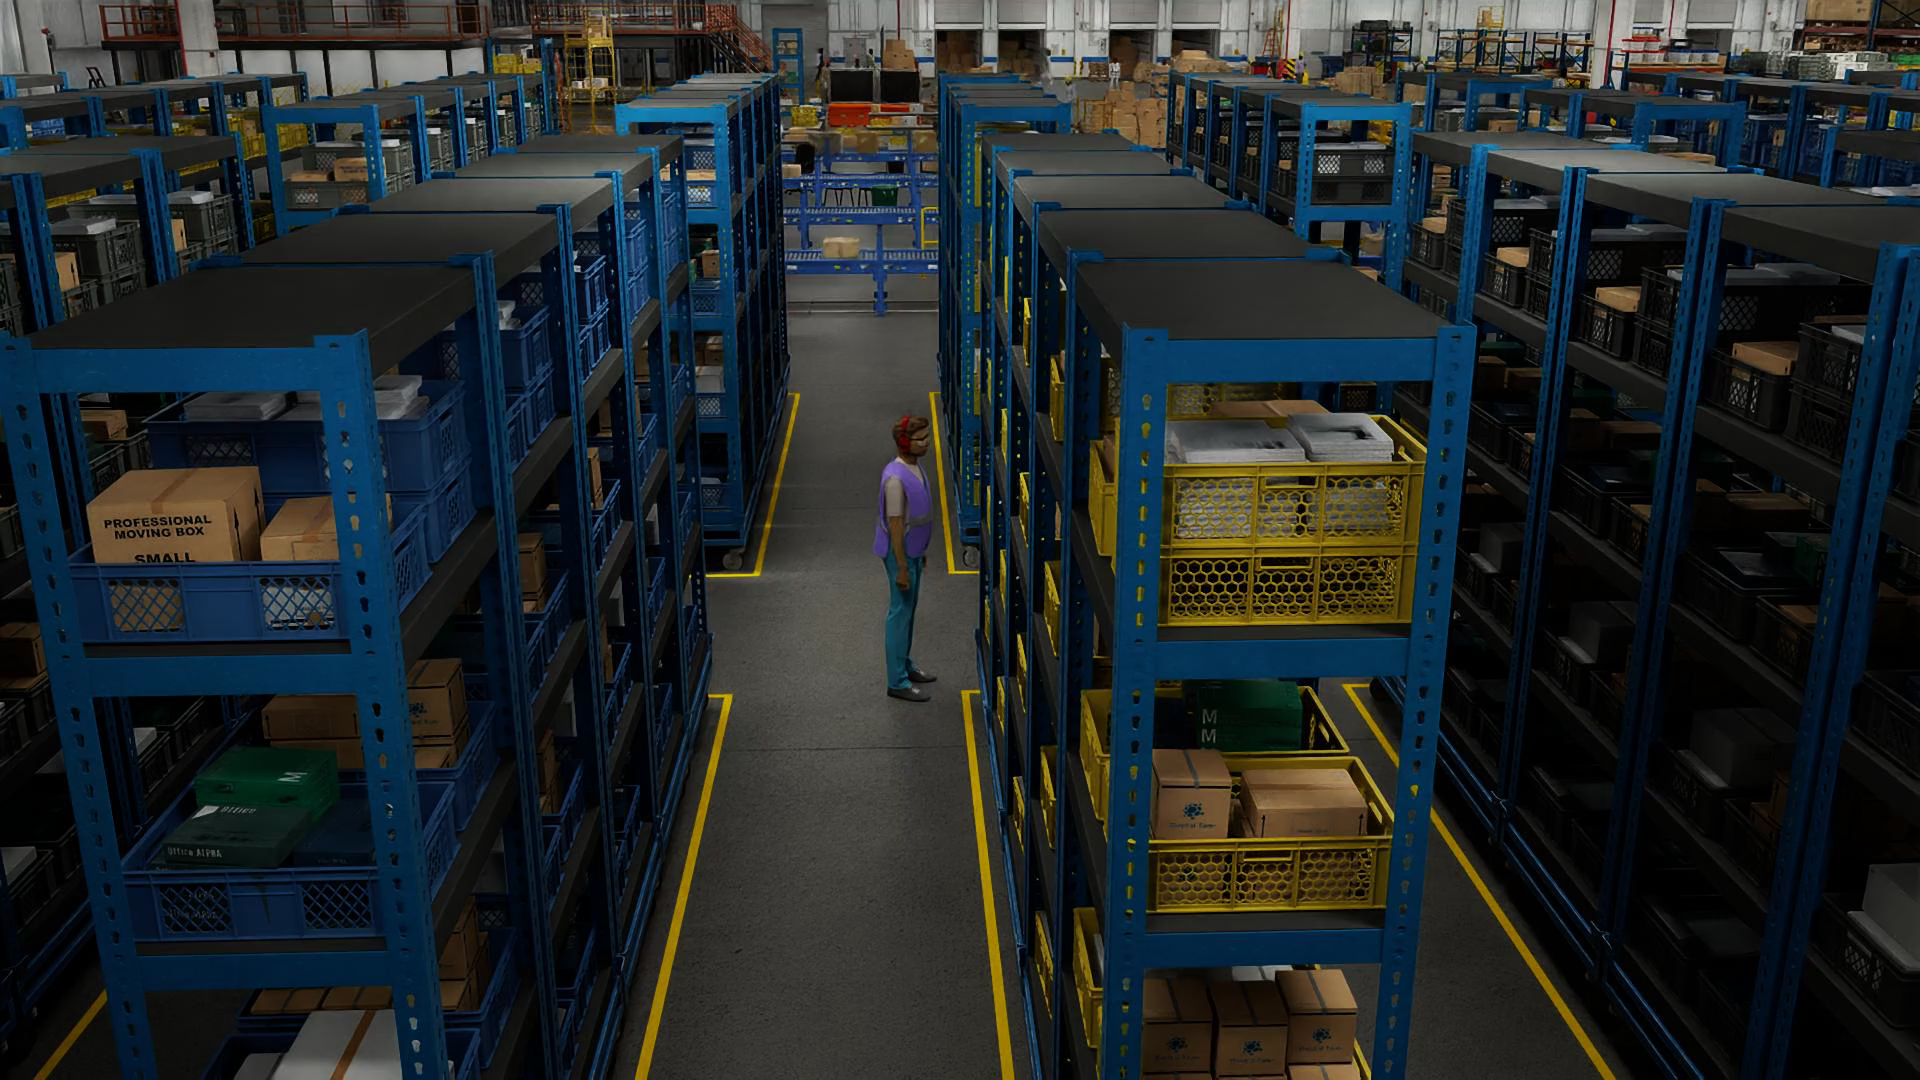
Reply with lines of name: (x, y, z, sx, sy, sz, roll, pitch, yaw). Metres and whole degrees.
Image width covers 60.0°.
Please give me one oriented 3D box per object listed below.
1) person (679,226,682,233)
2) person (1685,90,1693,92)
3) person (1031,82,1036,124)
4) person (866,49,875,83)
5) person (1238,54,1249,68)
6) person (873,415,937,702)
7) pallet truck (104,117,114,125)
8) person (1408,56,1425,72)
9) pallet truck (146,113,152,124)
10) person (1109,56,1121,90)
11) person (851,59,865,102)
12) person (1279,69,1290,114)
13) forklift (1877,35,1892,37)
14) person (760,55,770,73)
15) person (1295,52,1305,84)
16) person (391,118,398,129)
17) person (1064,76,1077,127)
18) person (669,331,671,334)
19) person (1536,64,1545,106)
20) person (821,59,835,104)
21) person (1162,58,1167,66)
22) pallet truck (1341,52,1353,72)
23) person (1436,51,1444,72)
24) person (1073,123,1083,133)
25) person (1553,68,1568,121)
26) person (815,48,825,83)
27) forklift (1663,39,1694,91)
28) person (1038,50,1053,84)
person: (-3.558, -3.551, 21.644, 0.705, 2.017, 0.640, 8, 20, 23)
person: (23.613, -14.013, 54.192, 0.641, 1.910, 0.484, 1, 18, 3)
person: (2.098, -13.176, 51.508, 0.712, 1.972, 0.629, 12, 22, 33)
person: (-4.976, -26.522, 92.999, 0.429, 1.845, 0.621, 13, 22, 36)
person: (13.556, -22.320, 79.846, 0.649, 1.933, 0.618, -14, 23, -37)
person: (-0.351, 0.100, 10.606, 0.388, 1.848, 0.564, 3, 18, 8)
pallet truck: (-18.367, -7.885, 35.078, 1.885, 1.965, 0.823, 1, 18, 2)
person: (20.849, -21.120, 75.962, 0.694, 2.000, 1.007, 12, 21, 32)
pallet truck: (-18.087, -8.309, 36.390, 1.885, 1.965, 0.823, -1, 18, -4)
person: (7.312, -21.905, 78.666, 0.573, 1.877, 0.352, -5, 19, -15)
person: (-4.554, -20.556, 74.442, 0.618, 1.893, 0.712, -4, 18, -11)
person: (12.108, -16.605, 62.156, 0.356, 1.937, 0.552, 4, 18, 11)
forklift: (44.168, -22.919, 80.186, 1.129, 2.768, 1.873, -1, 18, -2)
person: (-9.687, -23.224, 82.861, 0.525, 1.812, 0.925, -5, 19, -15)
person: (17.122, -23.590, 83.799, 0.603, 1.920, 0.394, -12, 21, -32)
person: (-18.008, -13.475, 52.848, 0.373, 1.705, 0.560, -3, 18, -10)
person: (3.923, -15.683, 59.540, 0.458, 1.799, 0.619, 10, 20, 27)
person: (-3.650, -3.602, 22.235, 0.794, 1.743, 0.537, 4, 18, 11)
person: (24.105, -18.861, 69.273, 0.528, 1.857, 0.319, -10, 20, -28)
person: (-5.804, -20.265, 73.551, 0.563, 1.893, 0.932, -10, 21, -29)
person: (9.310, -21.096, 76.138, 0.584, 1.884, 0.347, 11, 21, 31)
pallet truck: (18.794, -23.123, 82.231, 0.823, 1.965, 1.885, -13, 22, -35)
person: (24.947, -24.426, 86.397, 0.738, 1.919, 0.633, -2, 18, -5)
person: (2.767, -8.892, 38.785, 0.525, 1.620, 0.412, 7, 19, 22)
person: (22.622, -16.743, 62.552, 0.426, 1.949, 0.618, 2, 18, 6)
person: (-7.677, -26.460, 92.758, 0.984, 1.866, 0.624, -7, 19, -20)
forklift: (30.860, -20.103, 71.473, 1.129, 2.768, 1.873, -1, 18, -2)
person: (4.736, -25.846, 90.924, 0.874, 1.843, 0.526, 8, 19, 23)
